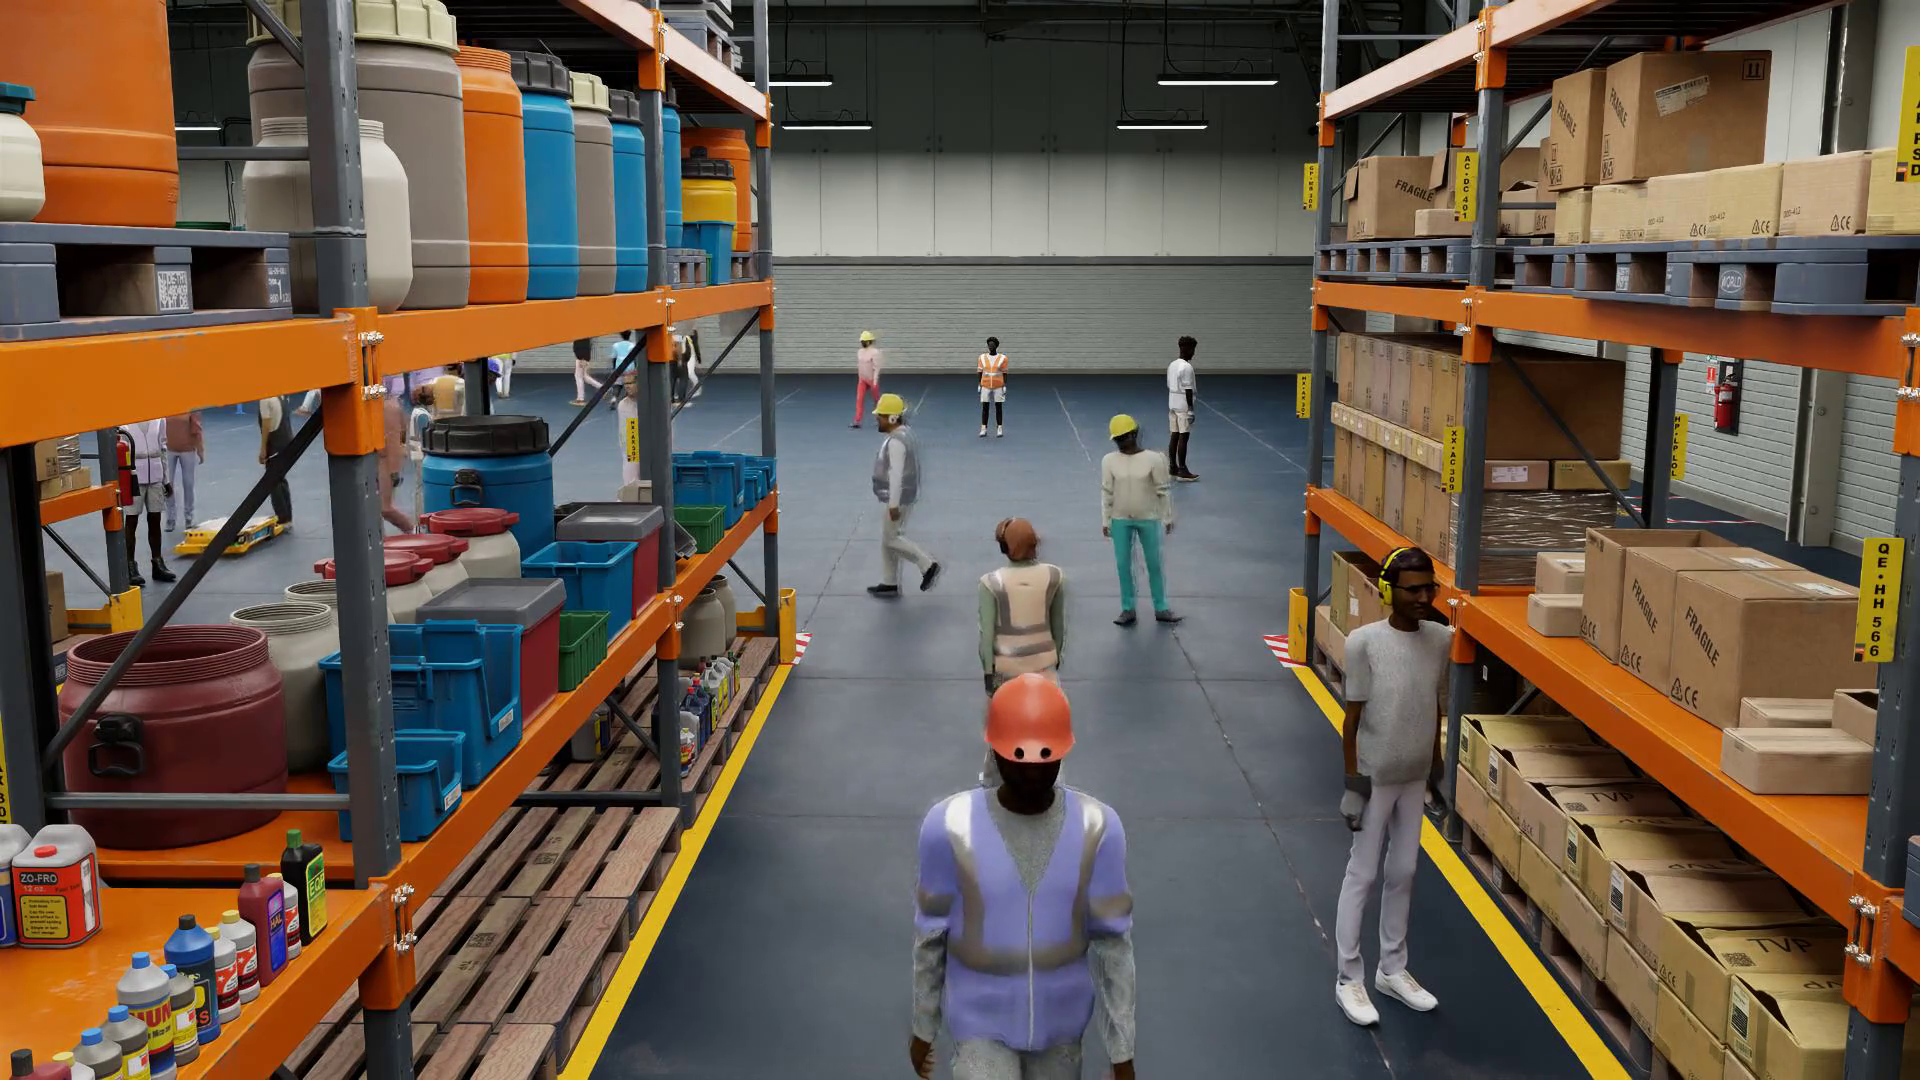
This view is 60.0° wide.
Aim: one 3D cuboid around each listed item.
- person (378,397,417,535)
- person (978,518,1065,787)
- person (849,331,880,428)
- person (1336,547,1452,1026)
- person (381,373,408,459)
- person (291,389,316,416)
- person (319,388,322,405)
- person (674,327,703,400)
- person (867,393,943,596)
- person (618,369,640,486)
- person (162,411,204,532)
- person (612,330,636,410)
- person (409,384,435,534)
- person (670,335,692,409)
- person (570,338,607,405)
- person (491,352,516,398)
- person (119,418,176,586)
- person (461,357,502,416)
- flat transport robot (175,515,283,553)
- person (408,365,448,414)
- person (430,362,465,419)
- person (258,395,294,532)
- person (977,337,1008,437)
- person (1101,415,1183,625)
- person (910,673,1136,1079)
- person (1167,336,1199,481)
[{"bbox_3d":[-5.739,-0.722,16.411,0.667,1.891,0.596,5,11,30],"label":"person"},{"bbox_3d":[0.341,0.672,8.948,0.521,1.596,0.850,-3,10,-15],"label":"person"},{"bbox_3d":[-1.635,-2.901,29.987,0.541,1.720,0.918,7,12,35],"label":"person"},{"bbox_3d":[1.718,0.941,6.516,0.521,1.873,0.335,-4,10,-24],"label":"person"},{"bbox_3d":[-8.582,-2.237,25.061,0.403,2.036,0.609,0,9,-1],"label":"person"},{"bbox_3d":[-12.419,-3.357,32.237,1.035,1.887,0.651,-3,10,-18],"label":"person"},{"bbox_3d":[-9.200,-2.095,24.657,0.580,1.888,0.587,-6,11,-32],"label":"person"},{"bbox_3d":[-5.902,-3.938,35.891,0.674,1.827,0.723,7,12,37],"label":"person"},{"bbox_3d":[-0.506,-0.393,14.686,0.597,1.813,0.597,1,9,3],"label":"person"},{"bbox_3d":[-3.315,-0.877,17.483,0.626,1.855,1.017,3,10,17],"label":"person"},{"bbox_3d":[-8.586,-0.957,18.262,0.539,1.737,0.721,-4,10,-22],"label":"person"},{"bbox_3d":[-6.612,-3.345,32.778,0.556,1.672,0.548,2,10,14],"label":"person"},{"bbox_3d":[-5.829,-0.878,18.113,0.310,1.637,0.523,-4,10,-24],"label":"person"},{"bbox_3d":[-5.779,-3.691,33.879,0.575,2.000,0.723,-7,12,-36],"label":"person"},{"bbox_3d":[-7.784,-3.805,34.698,0.692,1.959,0.671,-1,10,-6],"label":"person"},{"bbox_3d":[-10.069,-4.031,36.524,0.636,1.814,0.904,-3,10,-18],"label":"person"},{"bbox_3d":[-7.543,-0.567,15.350,0.353,1.939,0.544,7,12,36],"label":"person"},{"bbox_3d":[-5.357,-1.082,18.576,0.533,1.891,0.645,-2,10,-13],"label":"person"},{"bbox_3d":[-7.673,-0.073,17.499,0.652,0.197,1.431,-1,9,-6],"label":"flat transport robot"},{"bbox_3d":[-8.061,-2.208,25.345,0.647,1.886,0.452,-5,11,-28],"label":"person"},{"bbox_3d":[-6.037,-1.346,20.097,0.583,1.903,0.831,3,10,19],"label":"person"},{"bbox_3d":[-7.561,-1.012,18.361,0.378,1.826,0.531,0,9,3],"label":"person"},{"bbox_3d":[0.551,-2.611,28.313,0.535,1.697,0.318,1,10,8],"label":"person"},{"bbox_3d":[1.487,-0.160,13.547,0.684,1.724,0.405,2,10,13],"label":"person"},{"bbox_3d":[0.187,1.294,4.300,0.577,1.898,0.942,-2,10,-9],"label":"person"},{"bbox_3d":[3.042,-1.798,22.662,0.381,1.958,0.602,-3,10,-17],"label":"person"}]
